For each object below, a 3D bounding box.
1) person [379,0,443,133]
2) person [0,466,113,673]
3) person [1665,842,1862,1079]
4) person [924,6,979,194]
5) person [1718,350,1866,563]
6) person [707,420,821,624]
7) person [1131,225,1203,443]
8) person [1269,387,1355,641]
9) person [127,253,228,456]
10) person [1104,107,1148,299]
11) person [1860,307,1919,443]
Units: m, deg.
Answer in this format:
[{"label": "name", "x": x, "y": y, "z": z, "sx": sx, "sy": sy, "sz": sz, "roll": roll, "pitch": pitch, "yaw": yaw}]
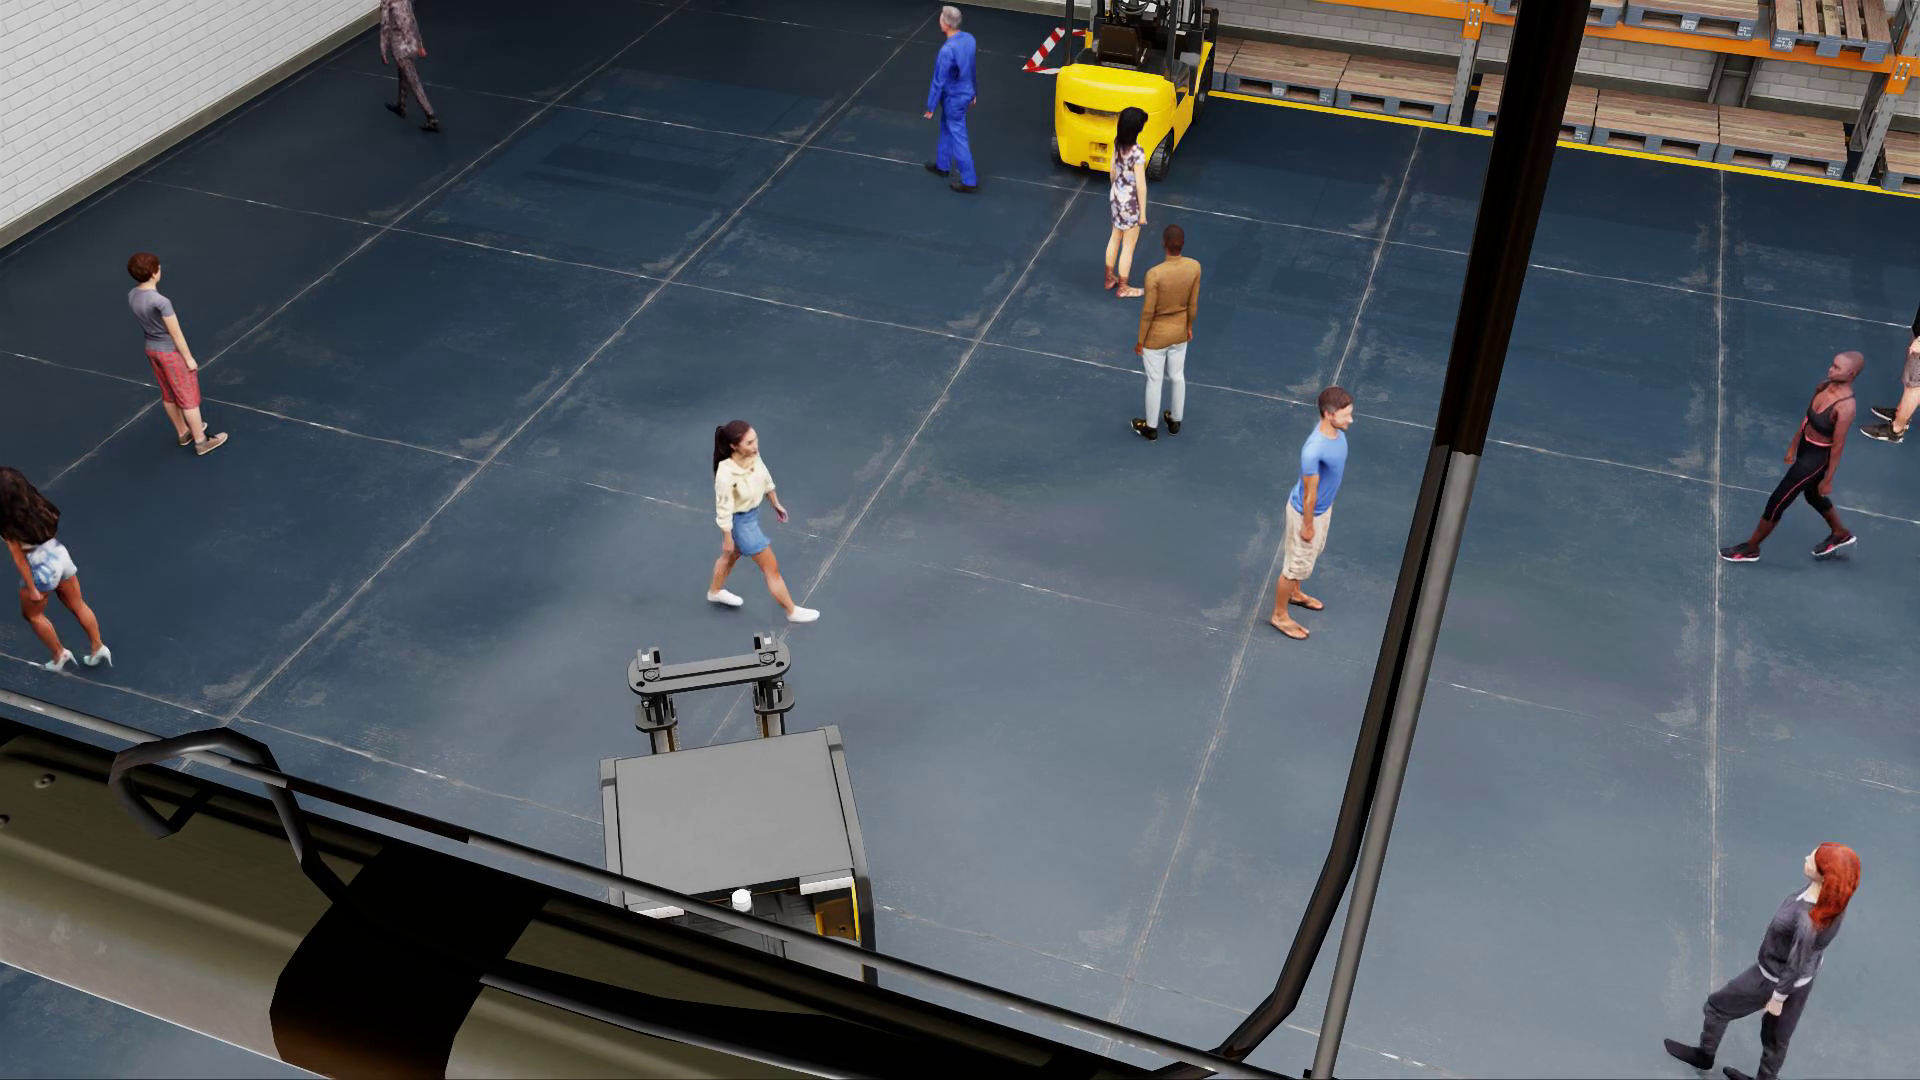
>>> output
[{"label": "person", "x": -5.643, "y": -4.985, "z": 17.069, "sx": 1.043, "sy": 1.678, "sz": 0.658, "roll": 17, "pitch": 42, "yaw": 20}, {"label": "person", "x": -5.753, "y": 0.219, "z": 10.607, "sx": 0.733, "sy": 1.611, "sz": 0.682, "roll": 2, "pitch": 39, "yaw": 3}, {"label": "person", "x": 4.074, "y": 2.153, "z": 8.070, "sx": 0.762, "sy": 1.755, "sz": 0.868, "roll": -32, "pitch": 48, "yaw": -34}, {"label": "person", "x": 0.042, "y": -4.193, "z": 15.976, "sx": 0.968, "sy": 1.806, "sz": 0.850, "roll": 18, "pitch": 42, "yaw": 21}, {"label": "person", "x": 5.988, "y": -0.538, "z": 11.469, "sx": 1.247, "sy": 1.718, "sz": 0.848, "roll": 2, "pitch": 39, "yaw": 3}, {"label": "person", "x": -1.506, "y": -0.127, "z": 11.063, "sx": 1.095, "sy": 1.584, "sz": 0.694, "roll": 10, "pitch": 40, "yaw": 12}, {"label": "person", "x": 1.580, "y": -1.575, "z": 12.689, "sx": 0.702, "sy": 1.816, "sz": 0.775, "roll": -14, "pitch": 41, "yaw": -17}, {"label": "person", "x": 2.318, "y": -0.221, "z": 10.957, "sx": 0.595, "sy": 1.862, "sz": 0.681, "roll": 19, "pitch": 42, "yaw": 22}, {"label": "person", "x": -6.008, "y": -1.405, "z": 12.610, "sx": 0.520, "sy": 1.649, "sz": 0.666, "roll": 19, "pitch": 43, "yaw": 23}, {"label": "person", "x": 1.443, "y": -2.934, "z": 14.456, "sx": 0.725, "sy": 1.734, "sz": 0.652, "roll": -18, "pitch": 42, "yaw": -22}, {"label": "person", "x": 7.423, "y": -1.599, "z": 12.683, "sx": 0.675, "sy": 1.860, "sz": 0.739, "roll": 23, "pitch": 44, "yaw": 26}]
